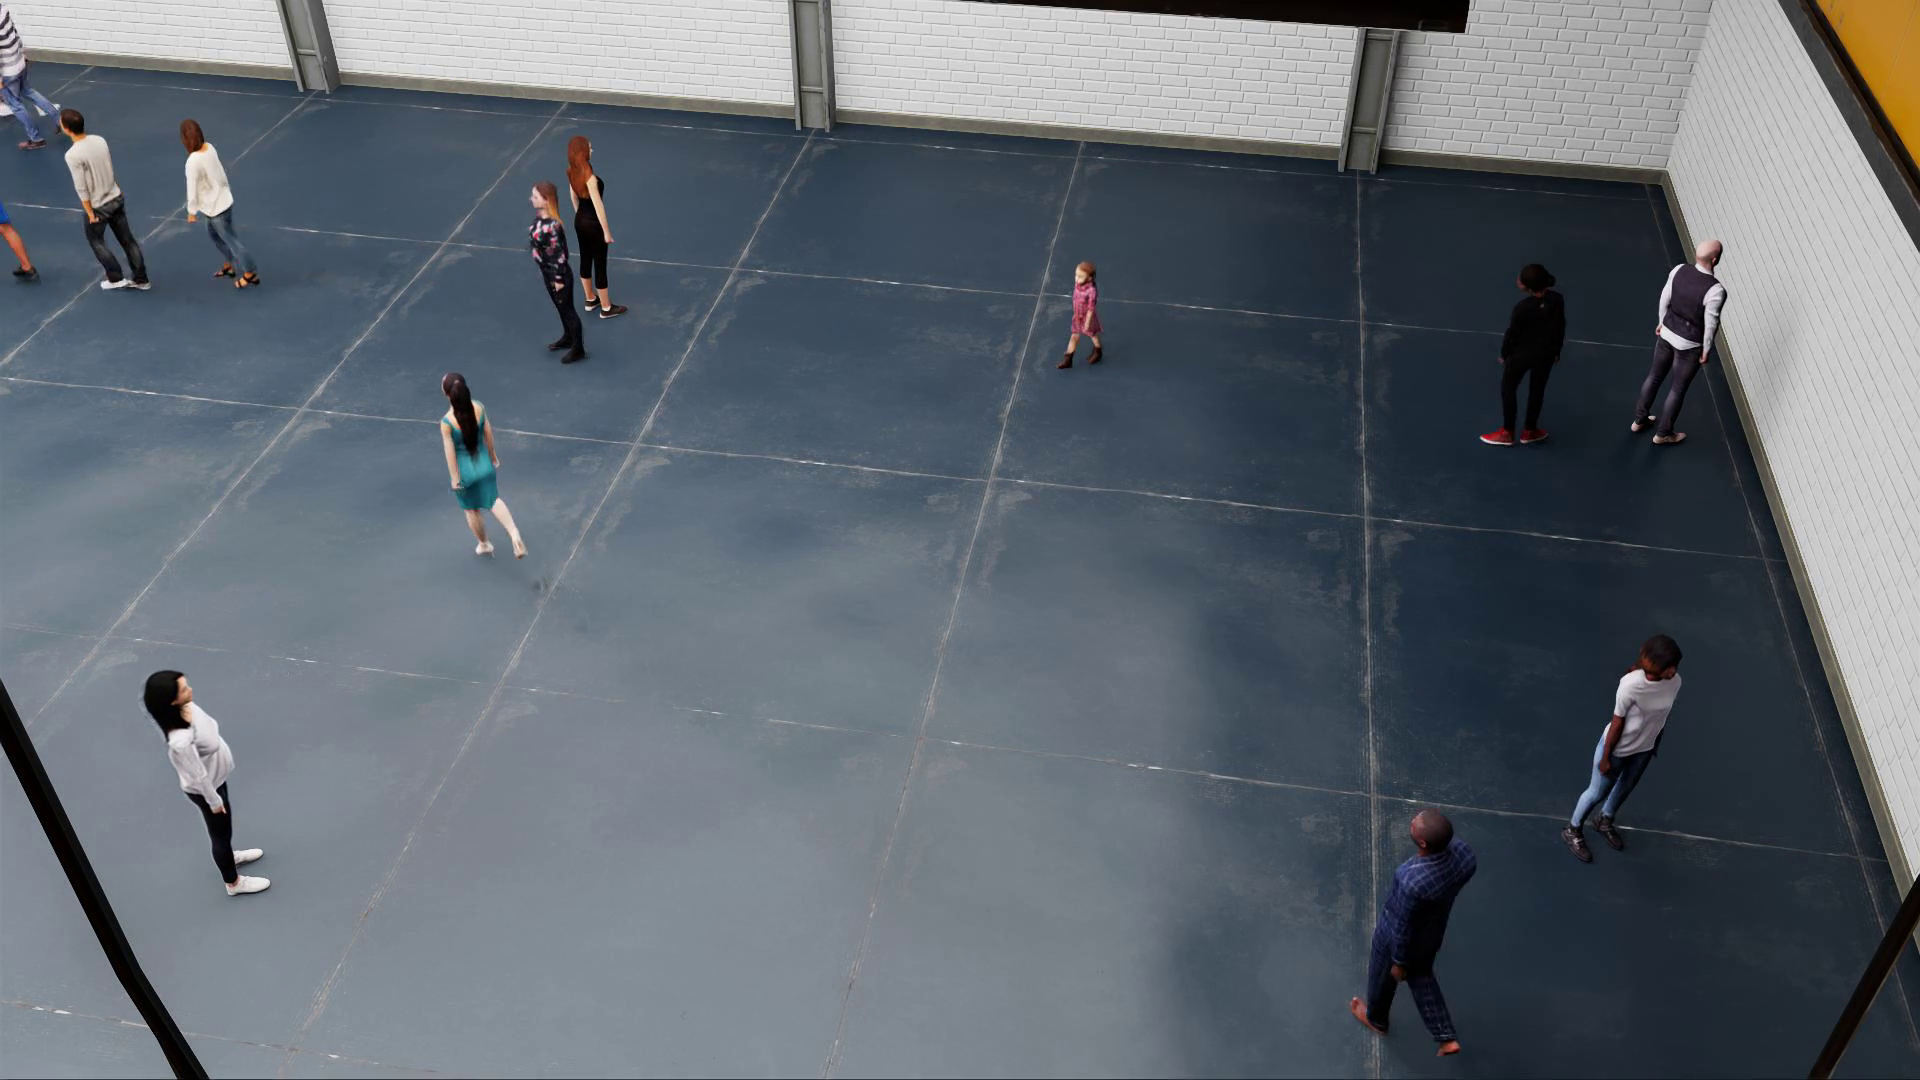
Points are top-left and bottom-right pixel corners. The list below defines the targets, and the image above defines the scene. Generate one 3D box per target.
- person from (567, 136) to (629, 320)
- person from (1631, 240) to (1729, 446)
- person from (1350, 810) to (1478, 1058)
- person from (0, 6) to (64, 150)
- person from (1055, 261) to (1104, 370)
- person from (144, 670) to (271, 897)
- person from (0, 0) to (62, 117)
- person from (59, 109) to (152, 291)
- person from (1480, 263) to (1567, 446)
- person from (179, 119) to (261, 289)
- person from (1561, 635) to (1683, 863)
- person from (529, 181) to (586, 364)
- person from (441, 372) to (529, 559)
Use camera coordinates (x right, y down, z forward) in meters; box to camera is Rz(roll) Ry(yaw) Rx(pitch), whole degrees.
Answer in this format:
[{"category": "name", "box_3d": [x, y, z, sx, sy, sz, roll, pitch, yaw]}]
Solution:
[{"category": "person", "box_3d": [-3.356, -2.838, 15.070, 0.706, 1.721, 0.614, -31, 48, -33]}, {"category": "person", "box_3d": [5.836, -1.608, 13.448, 0.820, 1.823, 0.780, -20, 43, -23]}, {"category": "person", "box_3d": [2.460, 2.123, 8.792, 0.982, 1.802, 1.032, -23, 44, -26]}, {"category": "person", "box_3d": [-10.097, -5.057, 17.771, 0.769, 1.819, 0.754, 9, 40, 12]}, {"category": "person", "box_3d": [1.140, -1.975, 14.565, 0.755, 1.002, 0.713, -26, 45, -28]}, {"category": "person", "box_3d": [-4.442, 1.405, 9.774, 0.737, 1.700, 0.706, -18, 42, -21]}, {"category": "person", "box_3d": [-10.764, -5.525, 18.359, 1.063, 1.816, 0.924, -8, 39, -10]}, {"category": "person", "box_3d": [-7.823, -3.107, 15.346, 0.739, 1.797, 0.716, 14, 41, 17]}, {"category": "person", "box_3d": [4.677, -1.483, 13.436, 0.614, 1.643, 0.863, 3, 39, 4]}, {"category": "person", "box_3d": [-6.814, -3.103, 15.445, 0.756, 1.668, 0.703, -2, 39, -2]}, {"category": "person", "box_3d": [3.992, 1.236, 9.970, 0.606, 1.719, 0.716, -12, 40, -15]}, {"category": "person", "box_3d": [-3.511, -2.350, 14.488, 0.691, 1.684, 0.645, -21, 43, -24]}, {"category": "person", "box_3d": [-3.508, -0.469, 12.142, 0.904, 1.674, 0.772, 28, 46, 30]}]
